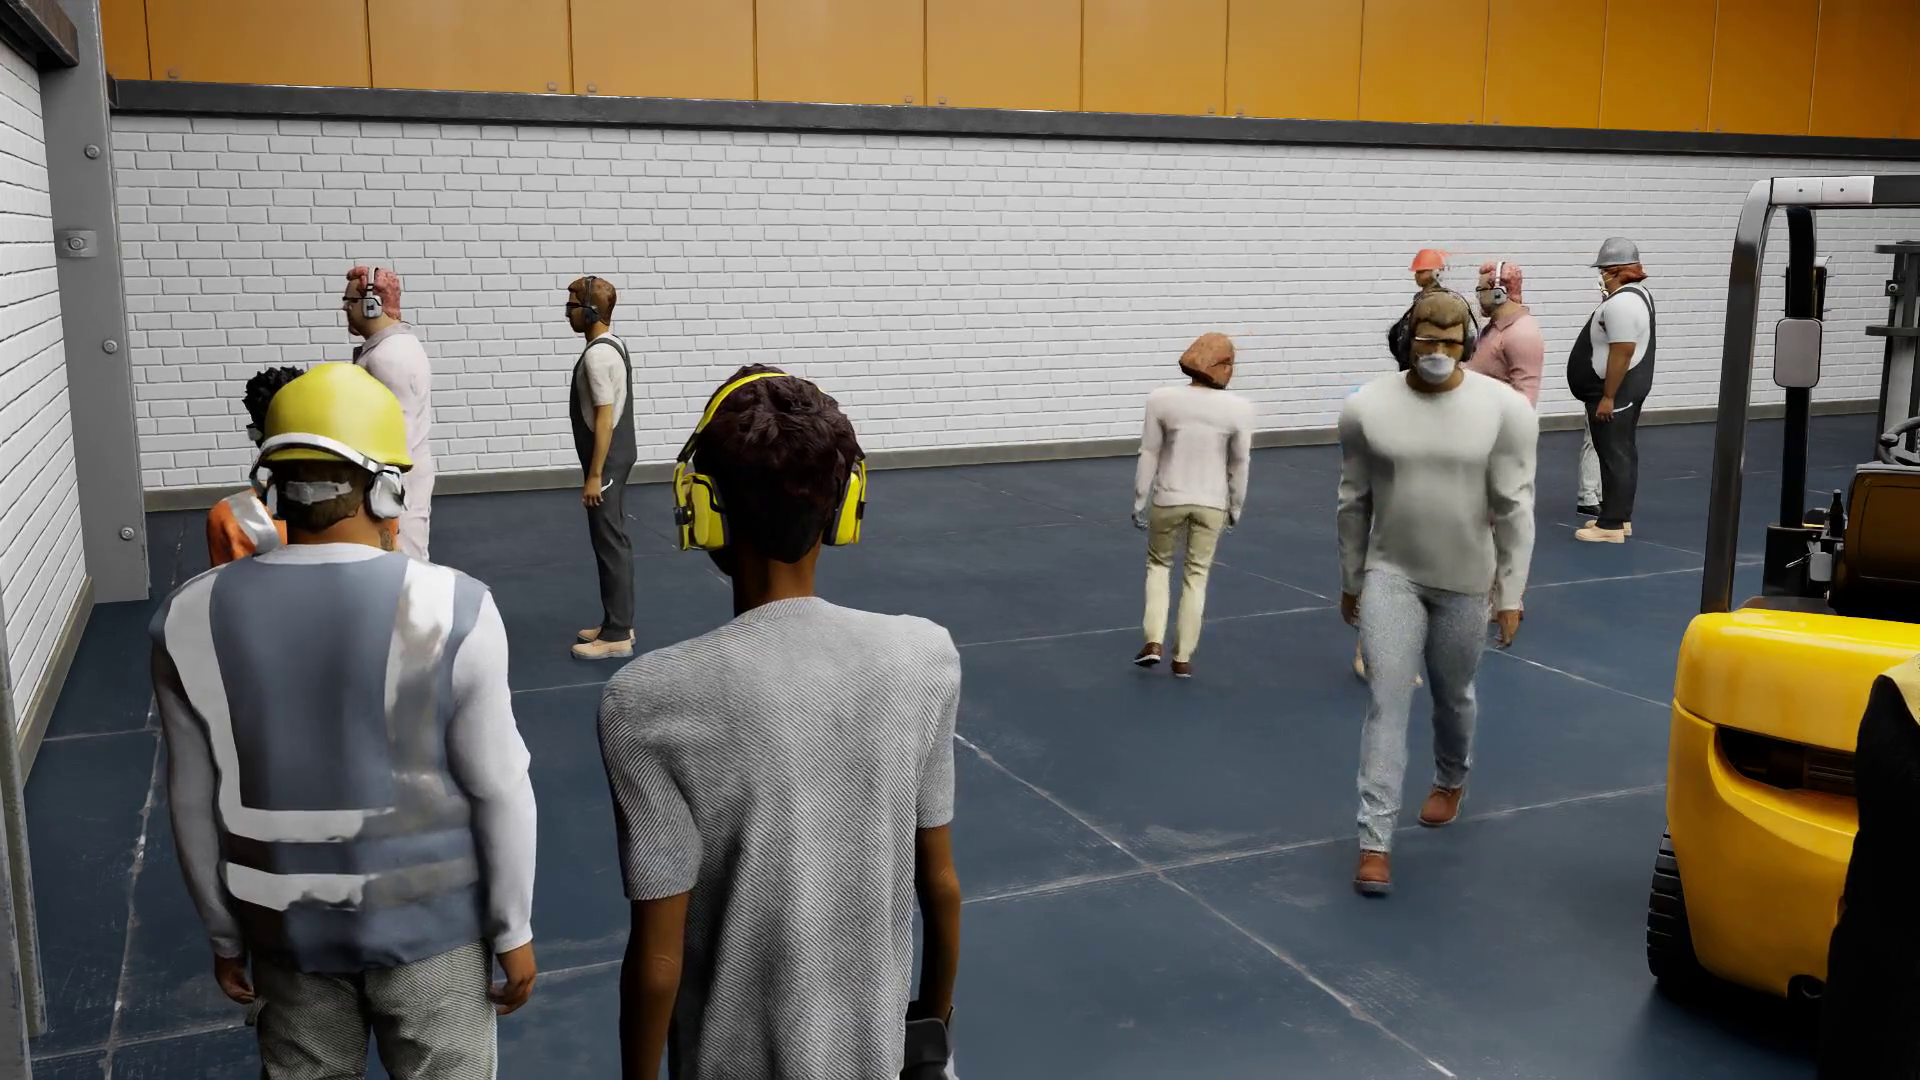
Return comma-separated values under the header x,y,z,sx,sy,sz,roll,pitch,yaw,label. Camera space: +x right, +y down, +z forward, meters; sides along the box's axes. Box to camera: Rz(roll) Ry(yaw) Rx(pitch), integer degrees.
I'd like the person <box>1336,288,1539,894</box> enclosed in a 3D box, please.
x,y,z,sx,sy,sz,roll,pitch,yaw,label
1.540,0.121,5.425,0.635,1.887,1.001,4,11,21,person

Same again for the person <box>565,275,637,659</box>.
x,y,z,sx,sy,sz,roll,pitch,yaw,label
-1.742,-0.349,8.062,0.340,1.845,0.513,-1,10,-5,person

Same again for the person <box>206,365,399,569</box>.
x,y,z,sx,sy,sz,roll,pitch,yaw,label
-1.737,0.382,4.473,0.318,1.695,0.534,9,14,41,person

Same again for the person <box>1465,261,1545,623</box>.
x,y,z,sx,sy,sz,roll,pitch,yaw,label
2.837,-0.515,8.827,0.399,1.903,0.644,1,10,5,person

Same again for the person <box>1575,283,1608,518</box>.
x,y,z,sx,sy,sz,roll,pitch,yaw,label
4.709,-1.065,12.084,0.403,1.825,0.591,7,12,34,person

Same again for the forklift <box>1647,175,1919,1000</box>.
x,y,z,sx,sy,sz,roll,pitch,yaw,label
2.810,0.094,4.662,1.214,2.155,2.313,7,12,34,forklift

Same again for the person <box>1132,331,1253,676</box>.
x,y,z,sx,sy,sz,roll,pitch,yaw,label
1.062,-0.152,7.649,0.537,1.603,0.324,1,10,7,person

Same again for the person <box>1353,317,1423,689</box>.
x,y,z,sx,sy,sz,roll,pitch,yaw,label
1.995,-0.154,7.444,0.541,1.684,0.381,0,10,0,person

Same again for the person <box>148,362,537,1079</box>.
x,y,z,sx,sy,sz,roll,pitch,yaw,label
-0.987,0.619,2.786,0.586,1.825,0.403,0,10,1,person

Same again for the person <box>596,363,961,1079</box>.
x,y,z,sx,sy,sz,roll,pitch,yaw,label
-0.221,0.713,2.149,0.532,1.868,0.310,-7,13,-35,person

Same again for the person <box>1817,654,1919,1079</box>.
x,y,z,sx,sy,sz,roll,pitch,yaw,label
1.348,0.736,2.096,0.633,1.842,0.429,-1,10,-6,person

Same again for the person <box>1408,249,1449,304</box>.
x,y,z,sx,sy,sz,roll,pitch,yaw,label
4.079,-1.540,14.408,1.064,1.933,0.620,-3,11,-16,person

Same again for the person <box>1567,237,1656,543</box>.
x,y,z,sx,sy,sz,roll,pitch,yaw,label
4.353,-1.011,11.171,0.535,2.000,0.687,6,12,31,person

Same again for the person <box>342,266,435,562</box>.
x,y,z,sx,sy,sz,roll,pitch,yaw,label
-2.447,-0.205,7.105,0.399,1.907,0.644,-2,11,-13,person
